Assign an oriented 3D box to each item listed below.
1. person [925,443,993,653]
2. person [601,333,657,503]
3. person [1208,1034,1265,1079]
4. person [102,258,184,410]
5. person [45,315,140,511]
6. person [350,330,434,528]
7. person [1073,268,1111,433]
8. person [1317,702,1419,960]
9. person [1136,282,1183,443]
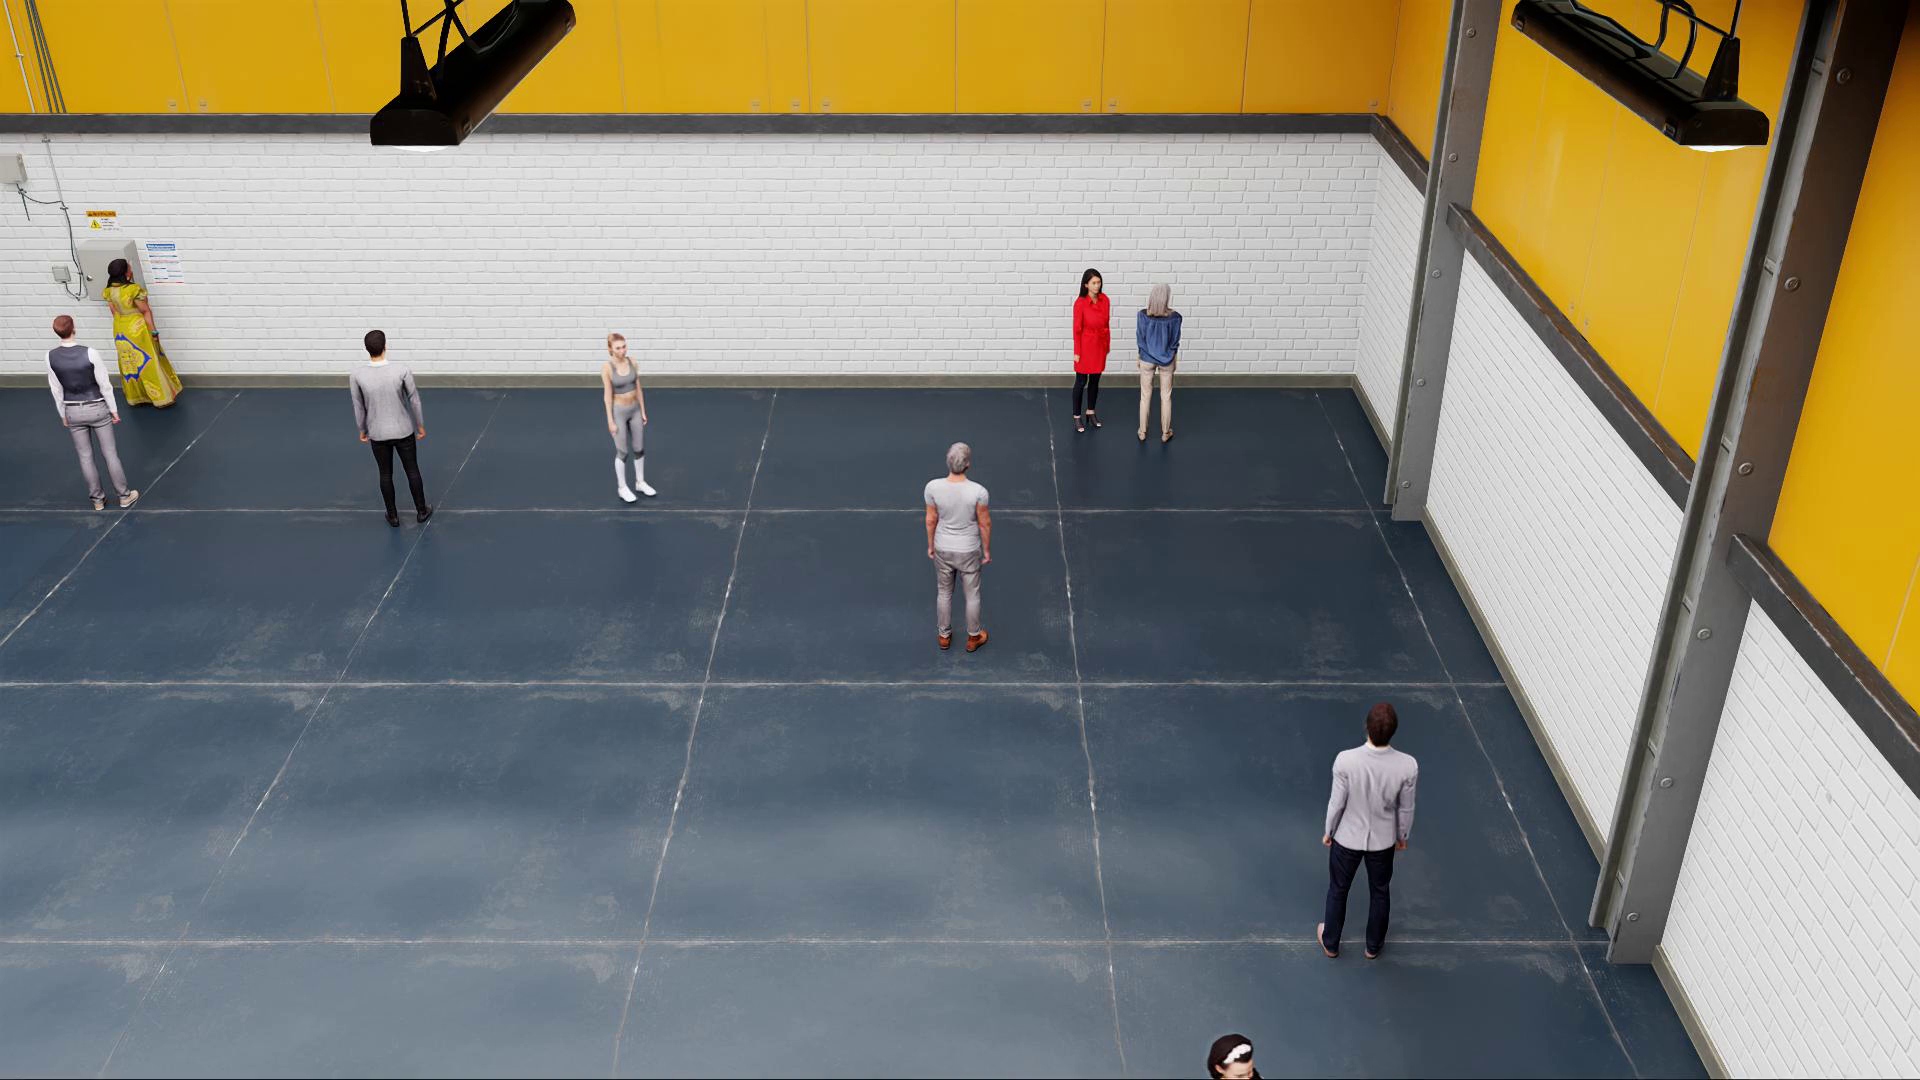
[{"bbox_3d":[-0.016,0.067,13.430,0.739,1.832,0.640,6,29,11],"label":"person"},{"bbox_3d":[-3.201,-1.188,15.866,0.645,1.701,0.702,-25,37,-37],"label":"person"},{"bbox_3d":[1.243,3.061,7.957,0.859,1.816,0.913,-22,35,-34],"label":"person"},{"bbox_3d":[-8.815,-2.215,17.792,0.932,1.660,0.879,7,29,13],"label":"person"},{"bbox_3d":[-8.223,-1.211,15.661,0.712,1.938,0.632,-6,29,-11],"label":"person"},{"bbox_3d":[-5.256,-1.030,15.345,0.807,1.923,0.727,-7,29,-13],"label":"person"},{"bbox_3d":[1.355,-1.977,17.265,0.733,1.748,0.768,-17,33,-28],"label":"person"},{"bbox_3d":[2.494,1.800,10.233,0.692,1.852,0.579,2,29,4],"label":"person"},{"bbox_3d":[2.021,-1.829,17.047,0.650,1.697,0.608,4,29,8],"label":"person"}]
